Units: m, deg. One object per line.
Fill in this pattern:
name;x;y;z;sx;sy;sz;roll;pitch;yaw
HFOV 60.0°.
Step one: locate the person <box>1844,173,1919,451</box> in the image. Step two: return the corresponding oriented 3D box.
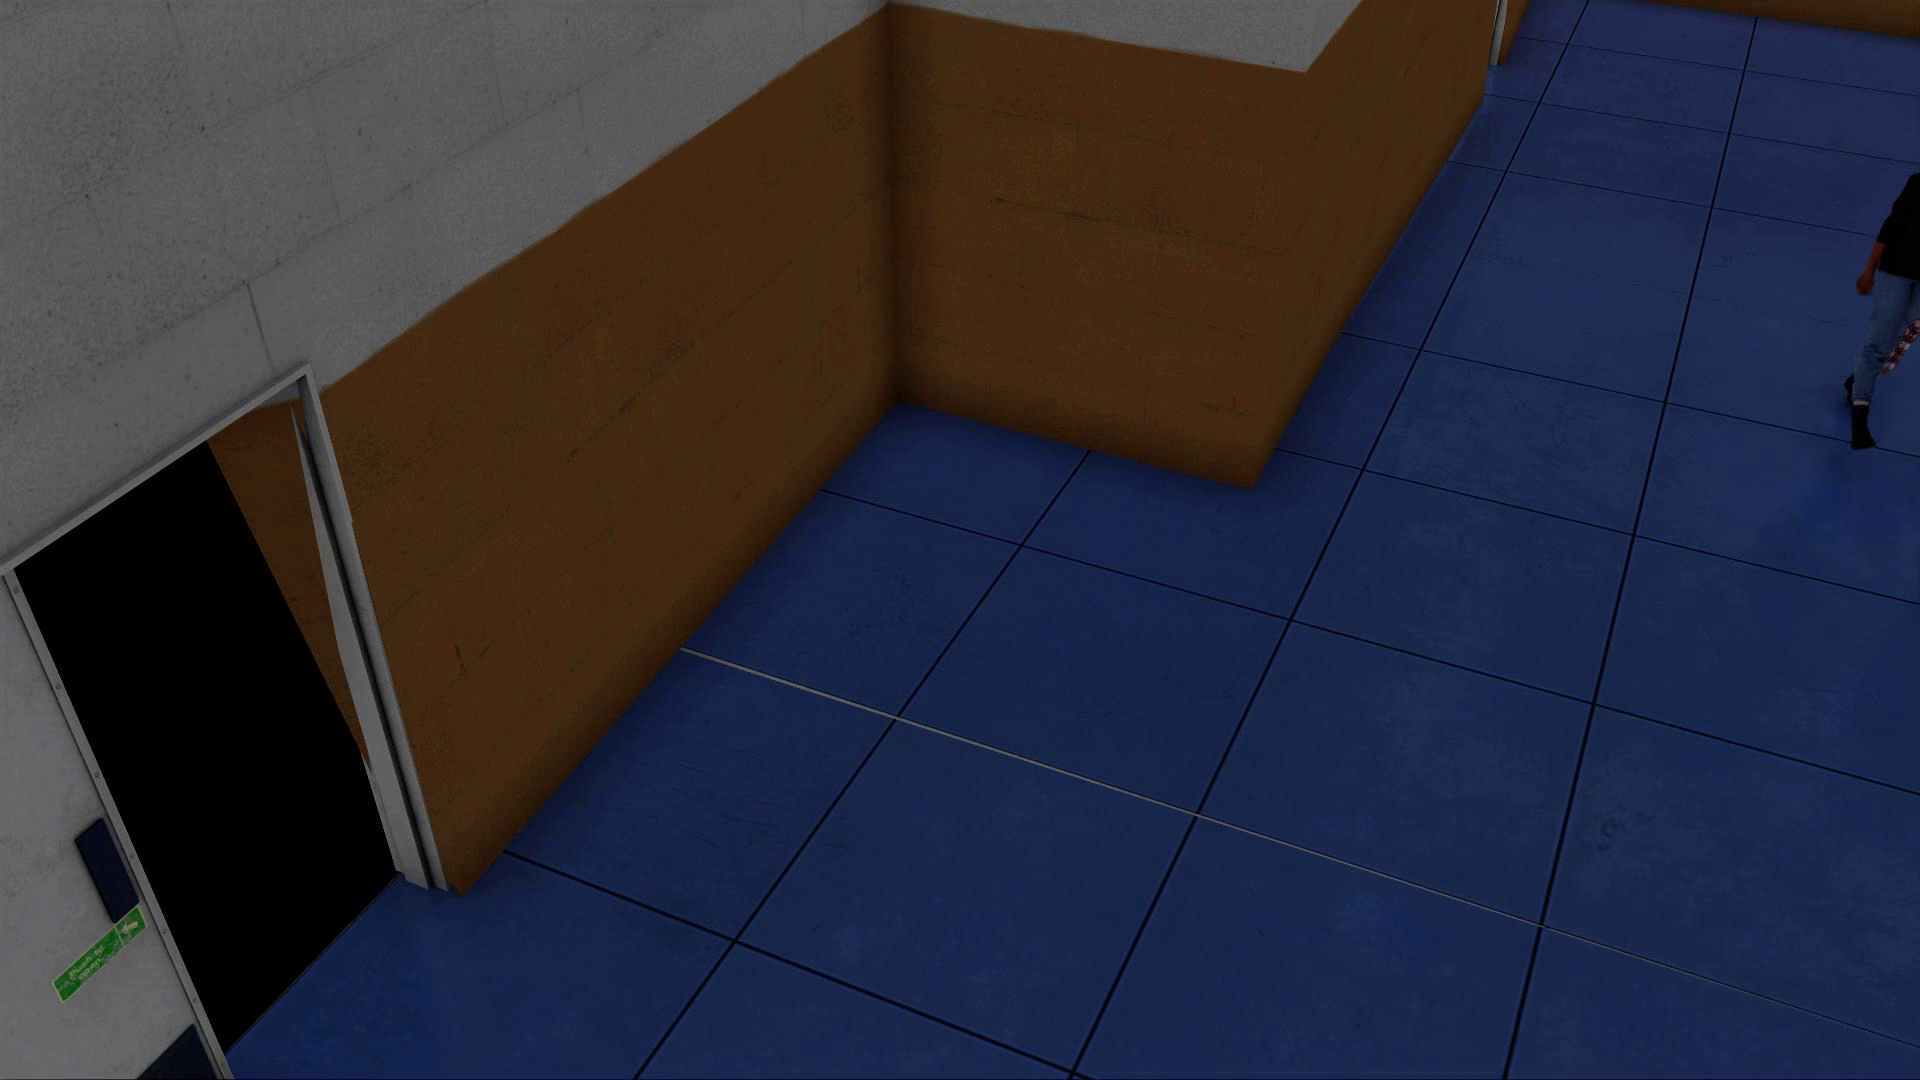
person;4.813;-1.330;8.451;1.112;1.653;0.764;10;38;13
